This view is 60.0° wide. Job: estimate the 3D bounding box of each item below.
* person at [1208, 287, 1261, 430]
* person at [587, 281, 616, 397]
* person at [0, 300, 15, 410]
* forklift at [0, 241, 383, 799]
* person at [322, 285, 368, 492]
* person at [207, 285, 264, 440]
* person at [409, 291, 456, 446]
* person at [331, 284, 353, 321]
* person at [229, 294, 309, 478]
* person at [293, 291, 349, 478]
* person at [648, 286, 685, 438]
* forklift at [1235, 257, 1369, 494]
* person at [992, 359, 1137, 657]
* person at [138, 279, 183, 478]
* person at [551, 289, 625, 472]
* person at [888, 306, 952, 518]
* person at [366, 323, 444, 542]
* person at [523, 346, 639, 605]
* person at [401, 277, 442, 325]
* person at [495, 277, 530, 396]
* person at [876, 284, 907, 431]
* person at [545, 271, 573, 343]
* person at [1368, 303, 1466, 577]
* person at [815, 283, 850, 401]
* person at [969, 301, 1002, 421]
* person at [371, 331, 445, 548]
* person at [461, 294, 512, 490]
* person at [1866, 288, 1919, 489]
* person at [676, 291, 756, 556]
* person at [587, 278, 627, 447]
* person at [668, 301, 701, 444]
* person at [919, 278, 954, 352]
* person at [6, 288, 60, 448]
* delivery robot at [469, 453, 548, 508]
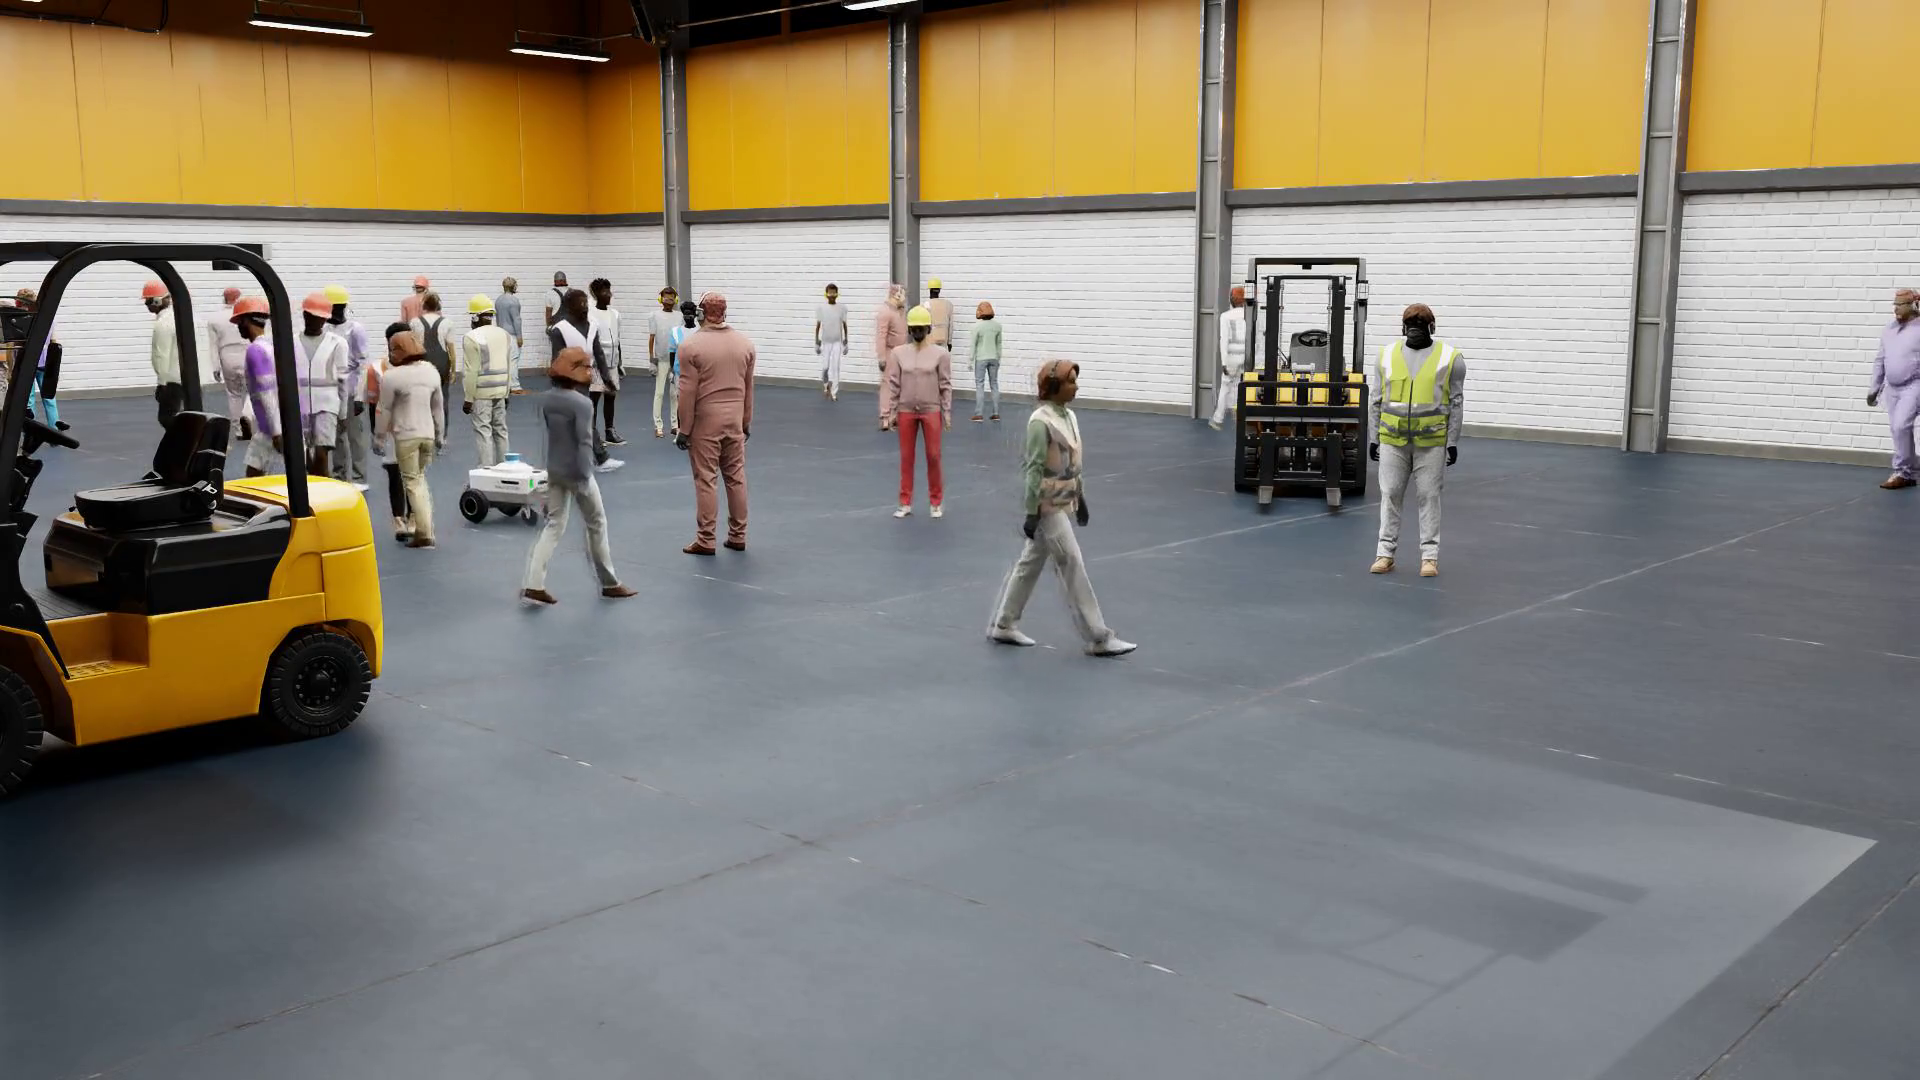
[{"bbox_3d":[3.510,-2.279,21.100,0.599,1.841,0.950,-3,10,-15],"label":"person"},{"bbox_3d":[-5.950,-3.290,27.140,0.655,1.902,0.896,-7,12,-37],"label":"person"},{"bbox_3d":[-12.932,-2.416,22.593,0.520,1.649,0.339,4,10,21],"label":"person"},{"bbox_3d":[-3.706,-0.171,7.093,1.214,2.155,2.313,9,13,43],"label":"forklift"},{"bbox_3d":[-5.699,-1.377,15.336,0.625,1.922,0.393,5,11,30],"label":"person"},{"bbox_3d":[-8.646,-2.113,19.933,0.642,1.882,0.723,-2,9,-11],"label":"person"},{"bbox_3d":[-6.091,-1.966,19.234,0.523,1.823,0.681,-2,10,-14],"label":"person"},{"bbox_3d":[-9.479,-2.961,25.298,0.588,1.835,0.403,6,11,33],"label":"person"},{"bbox_3d":[-5.033,-0.839,12.129,0.967,1.874,0.567,0,9,2],"label":"person"},{"bbox_3d":[-5.277,-1.086,13.667,0.573,1.898,0.811,-1,9,-7],"label":"person"},{"bbox_3d":[-3.583,-2.191,20.489,0.521,1.865,0.328,-6,11,-33],"label":"person"},{"bbox_3d":[3.309,-1.629,16.029,1.214,2.155,2.313,2,9,11],"label":"forklift"},{"bbox_3d":[0.538,-0.176,8.950,0.853,1.588,0.533,3,10,20],"label":"person"},{"bbox_3d":[-7.759,-1.576,16.389,0.528,1.973,0.607,-3,10,-15],"label":"person"},{"bbox_3d":[-3.891,-1.628,17.052,1.028,1.861,0.587,4,10,23],"label":"person"},{"bbox_3d":[-0.337,-1.060,13.849,0.530,1.767,0.330,2,9,9],"label":"person"},{"bbox_3d":[-4.190,-0.806,12.607,0.548,1.649,0.858,-4,10,-23],"label":"person"},{"bbox_3d":[-2.400,-0.383,10.267,0.520,1.610,0.761,8,12,40],"label":"person"},{"bbox_3d":[-8.498,-3.200,26.426,0.657,1.935,1.027,0,9,1],"label":"person"},{"bbox_3d":[-7.355,-3.328,27.227,0.627,1.940,0.370,9,13,44],"label":"person"},{"bbox_3d":[-0.899,-2.364,21.548,0.393,1.876,0.887,2,9,10],"label":"person"},{"bbox_3d":[-7.634,-4.136,31.870,0.688,2.000,0.536,-6,11,-31],"label":"person"},{"bbox_3d":[3.065,-0.673,11.248,0.629,1.843,0.429,4,10,24],"label":"person"},{"bbox_3d":[-2.009,-3.111,26.160,0.528,1.854,0.452,-2,9,-11],"label":"person"},{"bbox_3d":[0.348,-2.438,22.727,0.516,1.628,0.282,-5,11,-30],"label":"person"},{"bbox_3d":[-4.118,-0.743,12.384,0.547,1.613,0.494,6,11,32],"label":"person"},{"bbox_3d":[-4.441,-1.372,15.558,0.404,1.831,0.600,4,10,24],"label":"person"},{"bbox_3d":[8.838,-1.415,15.649,0.706,1.881,0.689,-2,10,-14],"label":"person"},{"bbox_3d":[-1.793,-0.843,12.093,0.644,1.908,0.408,-9,13,-43],"label":"person"},{"bbox_3d":[-4.166,-2.069,19.423,0.365,1.966,0.608,7,11,35],"label":"person"},{"bbox_3d":[-3.185,-1.970,19.650,0.532,1.696,0.318,0,9,2],"label":"person"},{"bbox_3d":[-0.386,-3.140,26.109,0.585,1.928,0.368,-5,10,-26],"label":"person"},{"bbox_3d":[-10.678,-1.968,19.171,0.390,1.846,0.565,9,13,44],"label":"person"},{"bbox_3d":[-3.668,-0.467,13.635,0.707,0.478,0.477,5,10,26],"label":"delivery robot"}]
